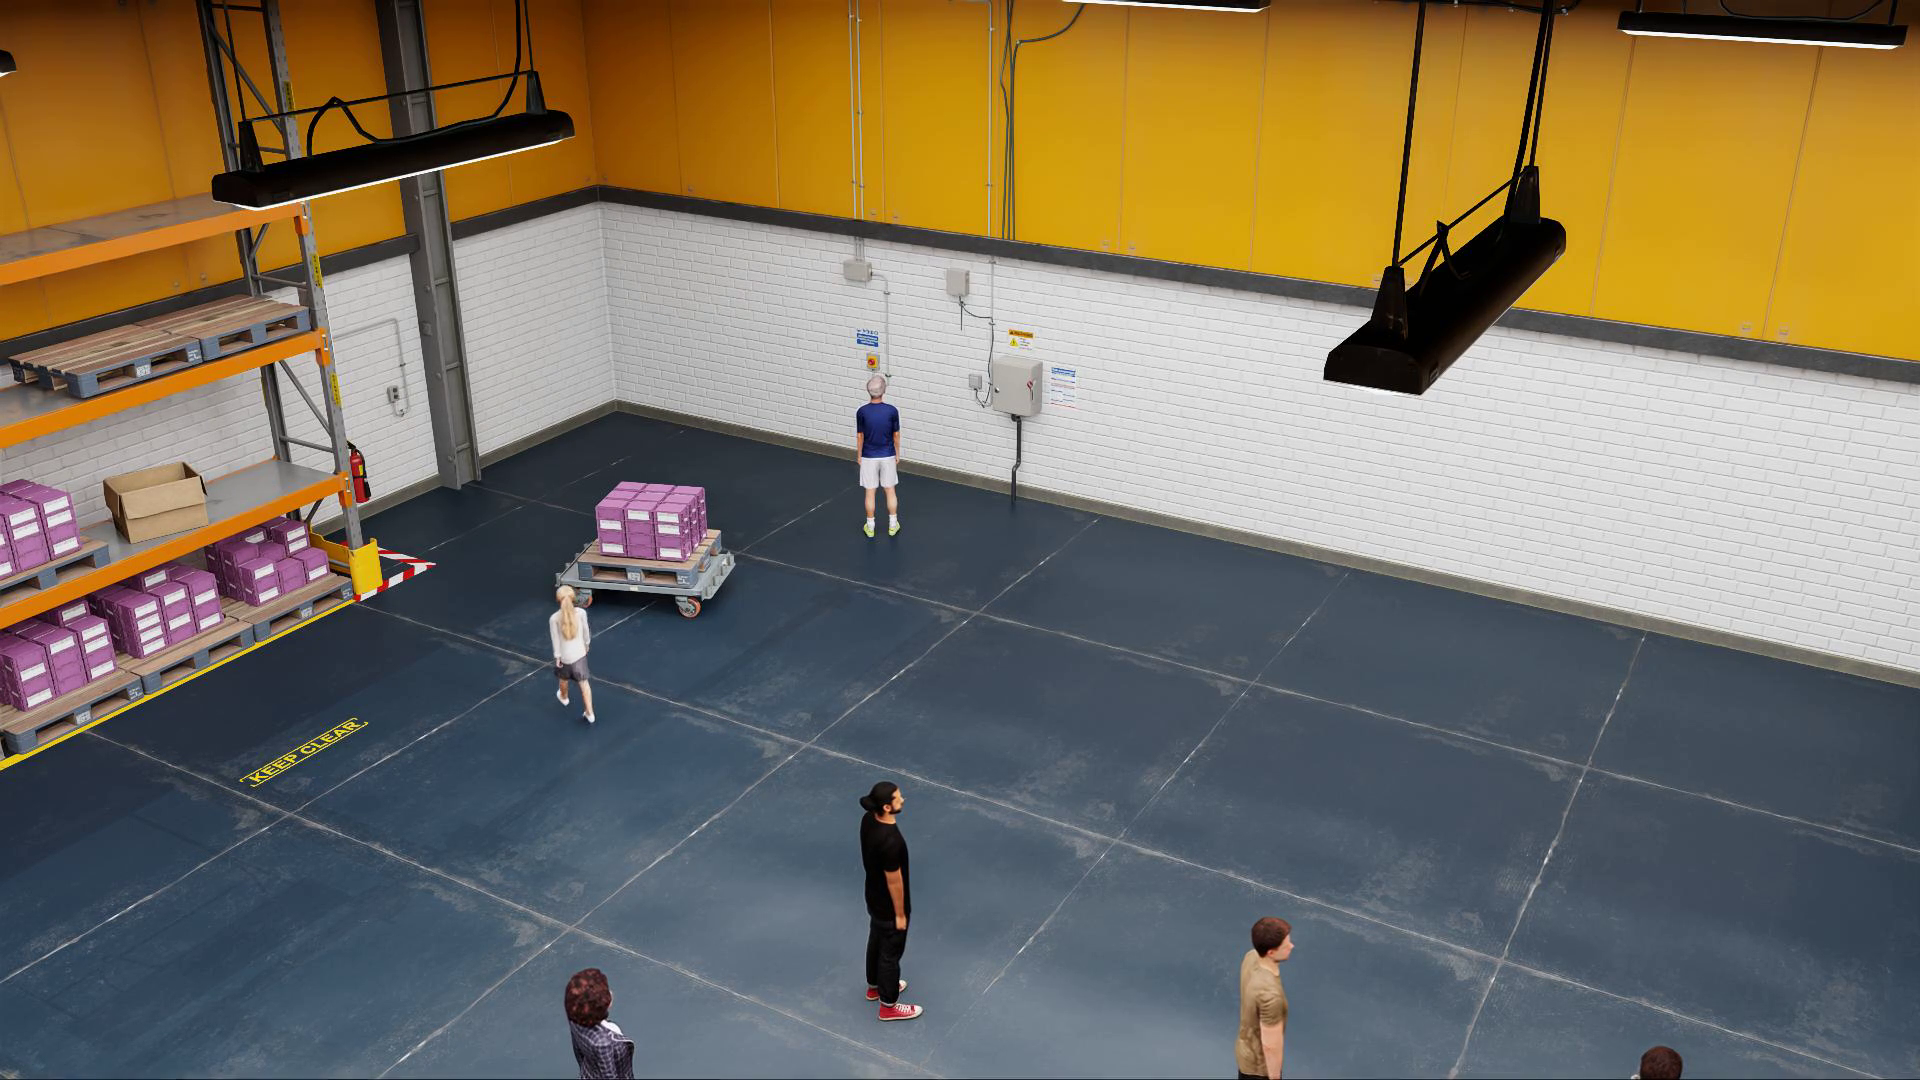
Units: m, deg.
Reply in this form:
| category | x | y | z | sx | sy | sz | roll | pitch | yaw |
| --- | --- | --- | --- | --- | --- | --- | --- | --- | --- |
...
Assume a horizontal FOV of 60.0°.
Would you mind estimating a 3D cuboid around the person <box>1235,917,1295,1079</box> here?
| category | x | y | z | sx | sy | sz | roll | pitch | yaw |
| --- | --- | --- | --- | --- | --- | --- | --- | --- | --- |
| person | 1.705 | 2.940 | 9.506 | 0.813 | 1.851 | 0.699 | -1 | 24 | -1 |

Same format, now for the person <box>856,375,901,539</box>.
| category | x | y | z | sx | sy | sz | roll | pitch | yaw |
| --- | --- | --- | --- | --- | --- | --- | --- | --- | --- |
| person | -0.904 | -0.931 | 18.377 | 0.712 | 1.837 | 0.739 | -3 | 24 | -7 |

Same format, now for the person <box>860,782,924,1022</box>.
| category | x | y | z | sx | sy | sz | roll | pitch | yaw |
| --- | --- | --- | --- | --- | --- | --- | --- | --- | --- |
| person | -0.485 | 2.355 | 10.958 | 0.757 | 1.758 | 0.725 | -10 | 25 | -21 |

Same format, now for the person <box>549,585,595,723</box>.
| category | x | y | z | sx | sy | sz | roll | pitch | yaw |
| --- | --- | --- | --- | --- | --- | --- | --- | --- | --- |
| person | -3.397 | 1.023 | 14.650 | 0.899 | 1.242 | 0.854 | -12 | 26 | -26 |

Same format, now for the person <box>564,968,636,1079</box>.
| category | x | y | z | sx | sy | sz | roll | pitch | yaw |
| --- | --- | --- | --- | --- | --- | --- | --- | --- | --- |
| person | -1.990 | 3.120 | 9.281 | 0.681 | 1.701 | 0.690 | -17 | 29 | -33 |
